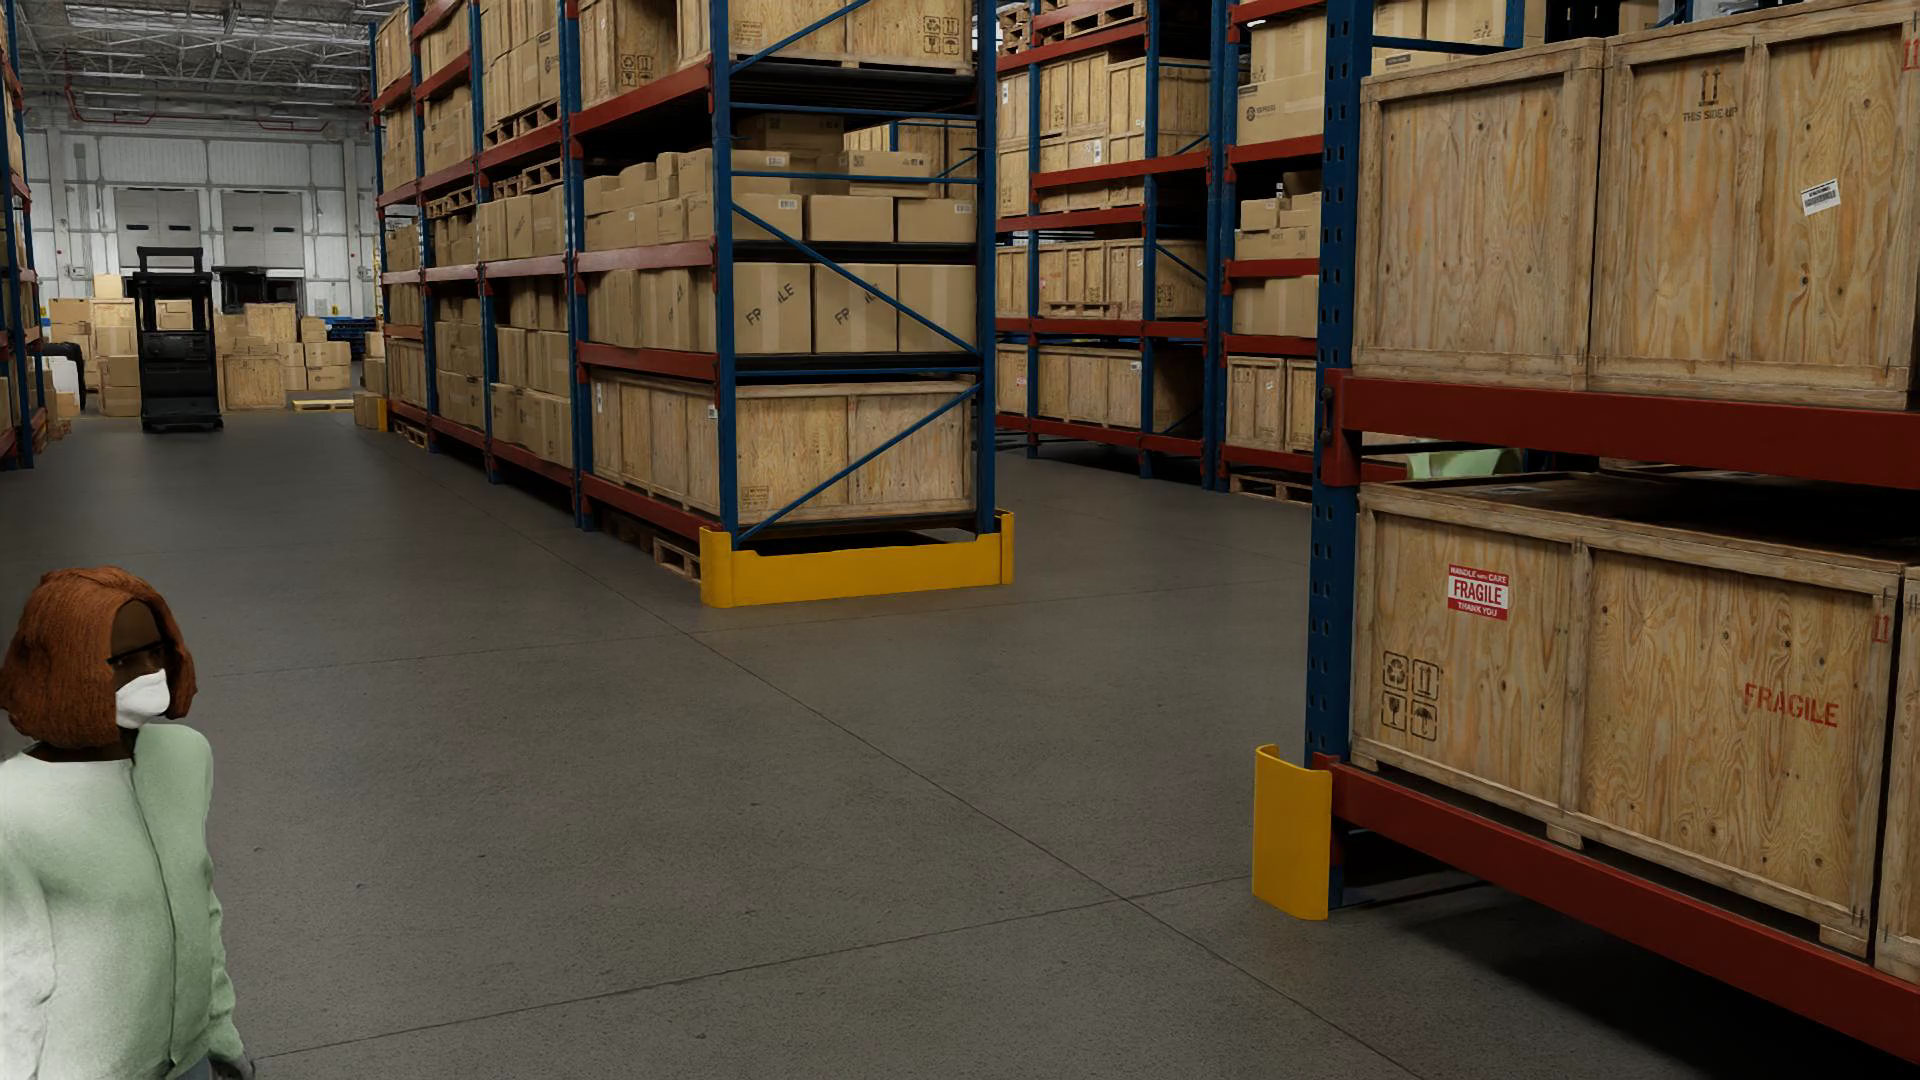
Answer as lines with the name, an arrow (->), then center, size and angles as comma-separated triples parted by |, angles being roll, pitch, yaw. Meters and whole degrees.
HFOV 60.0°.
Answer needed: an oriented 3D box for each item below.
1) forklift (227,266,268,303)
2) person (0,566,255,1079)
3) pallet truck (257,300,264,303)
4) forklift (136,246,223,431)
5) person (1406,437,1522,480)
forklift -> -17.707, -5.424, 41.488 | 1.129, 2.768, 1.873 | -1, 8, -6
person -> -1.272, 0.845, 2.536 | 0.280, 1.633, 0.503 | 2, 8, 11
pallet truck -> -23.913, -7.404, 58.171 | 1.885, 1.965, 0.823 | -1, 8, -9
forklift -> -12.218, -3.164, 25.904 | 1.129, 2.768, 1.873 | -4, 9, -26
person -> 1.918, 0.177, 6.616 | 1.002, 1.787, 0.588 | -3, 9, -20
